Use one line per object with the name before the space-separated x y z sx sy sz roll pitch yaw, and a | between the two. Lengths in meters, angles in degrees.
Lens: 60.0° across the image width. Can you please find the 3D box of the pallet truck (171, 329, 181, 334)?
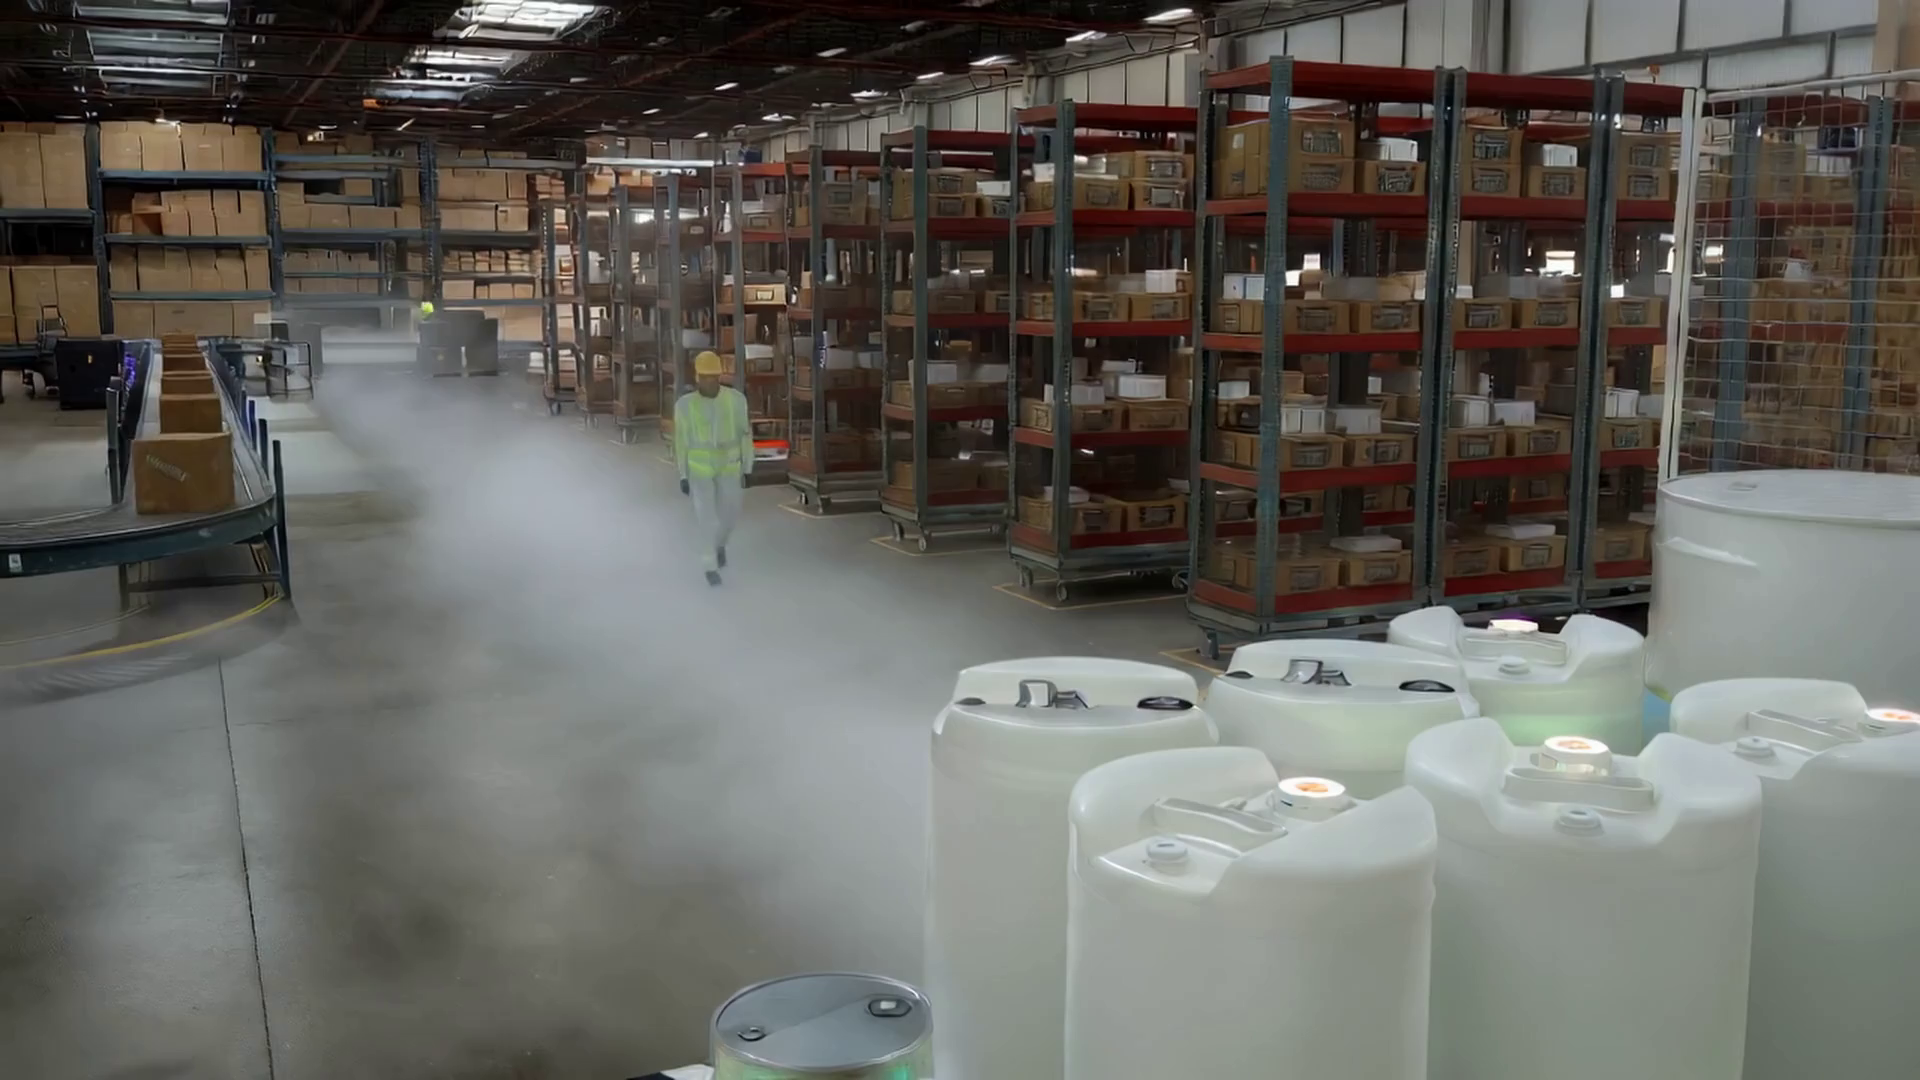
pallet truck | -17.275 -3.851 35.096 1.601 1.201 0.680 0 9 1

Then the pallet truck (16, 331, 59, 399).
pallet truck | -17.082 -3.353 31.781 1.630 1.274 0.653 -4 10 -25

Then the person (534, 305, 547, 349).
person | -12.648 -6.635 50.561 0.837 1.818 0.632 -3 10 -16

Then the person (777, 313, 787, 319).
person | -4.976 -6.008 46.241 0.605 1.950 0.380 4 10 25

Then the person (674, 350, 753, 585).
person | -1.938 -0.589 13.047 0.594 1.812 0.758 -3 10 -19

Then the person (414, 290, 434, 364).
person | -14.089 -5.594 43.699 0.547 1.942 0.351 1 9 9

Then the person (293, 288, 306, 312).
person | -21.021 -7.055 52.961 0.984 1.889 0.553 -7 12 -37
